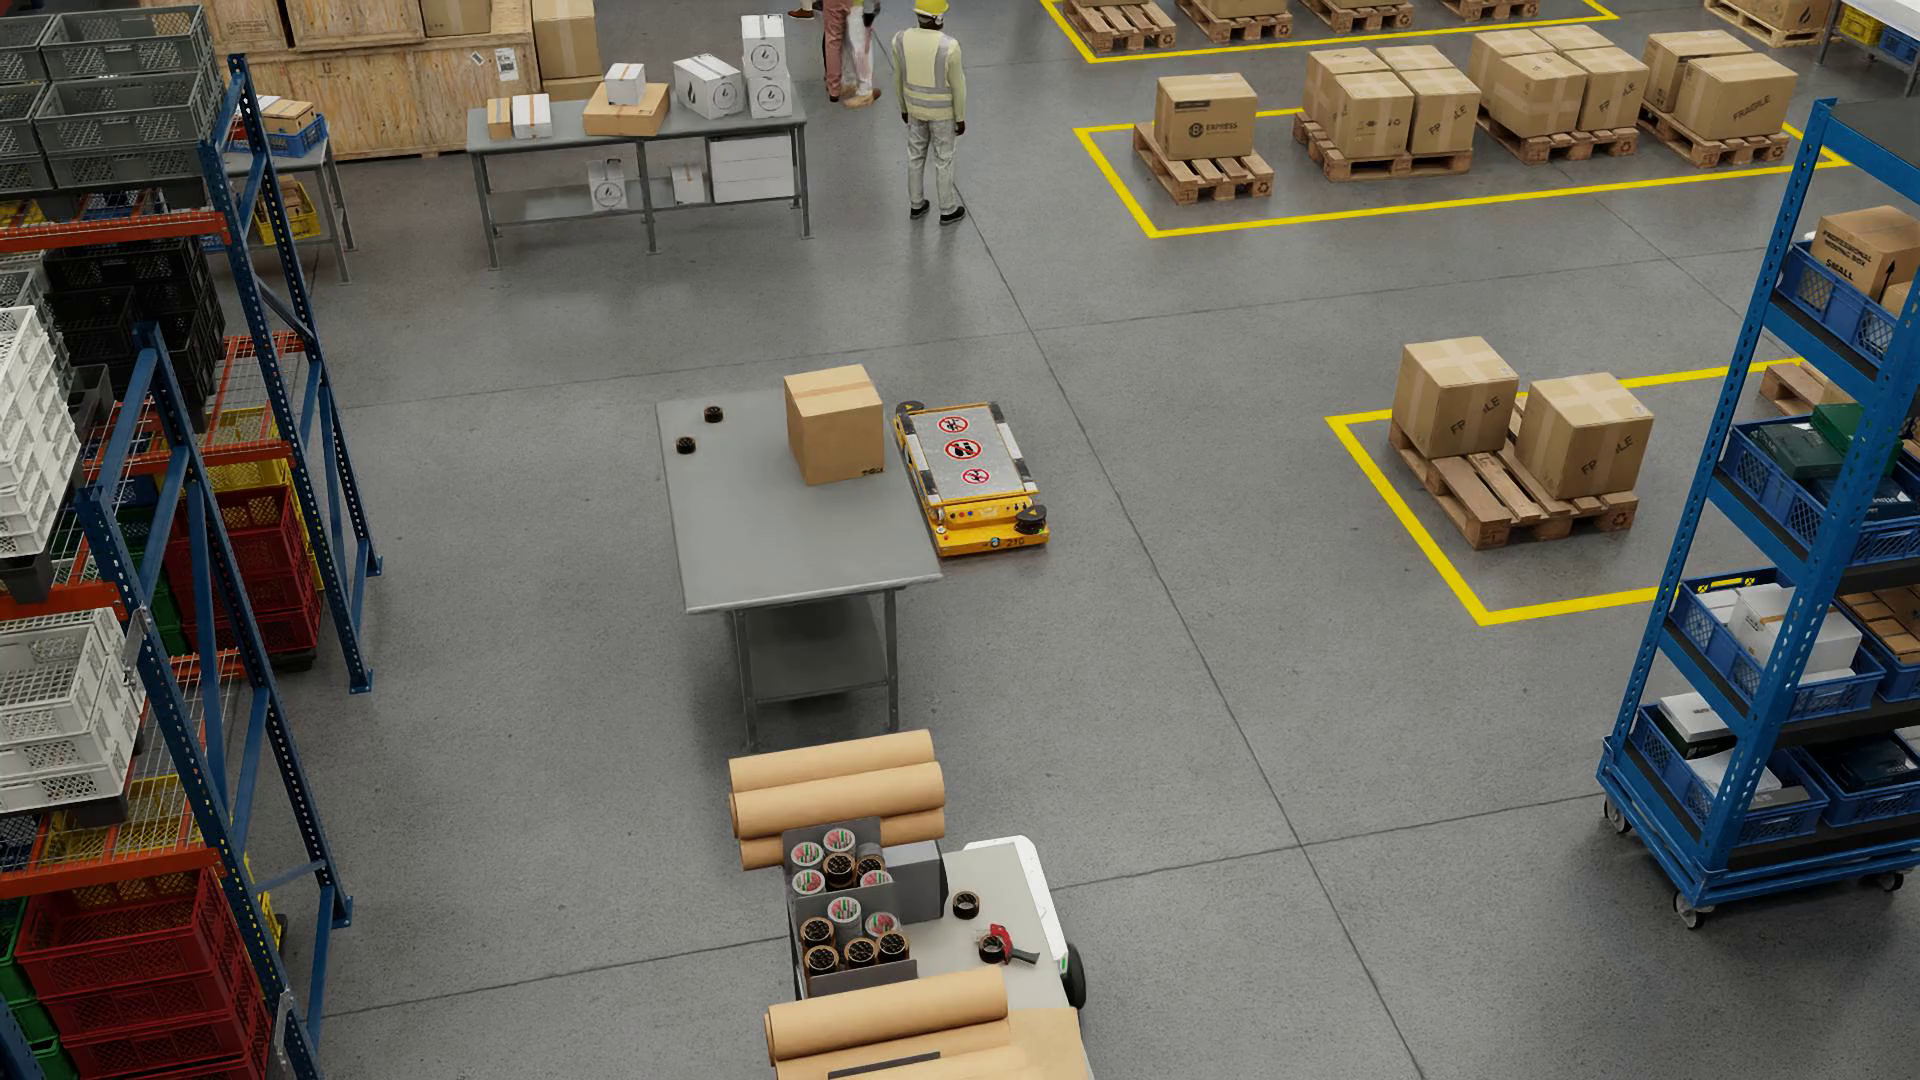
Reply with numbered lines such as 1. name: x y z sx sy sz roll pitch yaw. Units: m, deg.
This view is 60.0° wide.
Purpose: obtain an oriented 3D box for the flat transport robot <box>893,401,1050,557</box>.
1. flat transport robot: 0.046 -0.430 10.108 0.652 0.197 1.431 -8 37 -10

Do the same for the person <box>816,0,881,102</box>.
1. person: -0.992 -4.795 14.612 0.643 1.913 0.411 8 37 10

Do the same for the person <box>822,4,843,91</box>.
1. person: -1.131 -4.912 14.944 0.317 1.697 0.540 -3 37 -4

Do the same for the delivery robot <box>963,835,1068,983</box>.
1. delivery robot: 0.221 1.590 7.081 0.477 0.478 0.707 -7 37 -9

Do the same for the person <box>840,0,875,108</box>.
1. person: -0.952 -4.775 14.645 0.429 1.843 0.628 -20 41 -25

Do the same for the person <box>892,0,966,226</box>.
1. person: -0.209 -3.294 12.658 0.588 1.833 0.404 17 40 21

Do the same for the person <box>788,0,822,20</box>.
1. person: -1.555 -6.096 16.399 0.317 1.863 0.533 25 43 29
